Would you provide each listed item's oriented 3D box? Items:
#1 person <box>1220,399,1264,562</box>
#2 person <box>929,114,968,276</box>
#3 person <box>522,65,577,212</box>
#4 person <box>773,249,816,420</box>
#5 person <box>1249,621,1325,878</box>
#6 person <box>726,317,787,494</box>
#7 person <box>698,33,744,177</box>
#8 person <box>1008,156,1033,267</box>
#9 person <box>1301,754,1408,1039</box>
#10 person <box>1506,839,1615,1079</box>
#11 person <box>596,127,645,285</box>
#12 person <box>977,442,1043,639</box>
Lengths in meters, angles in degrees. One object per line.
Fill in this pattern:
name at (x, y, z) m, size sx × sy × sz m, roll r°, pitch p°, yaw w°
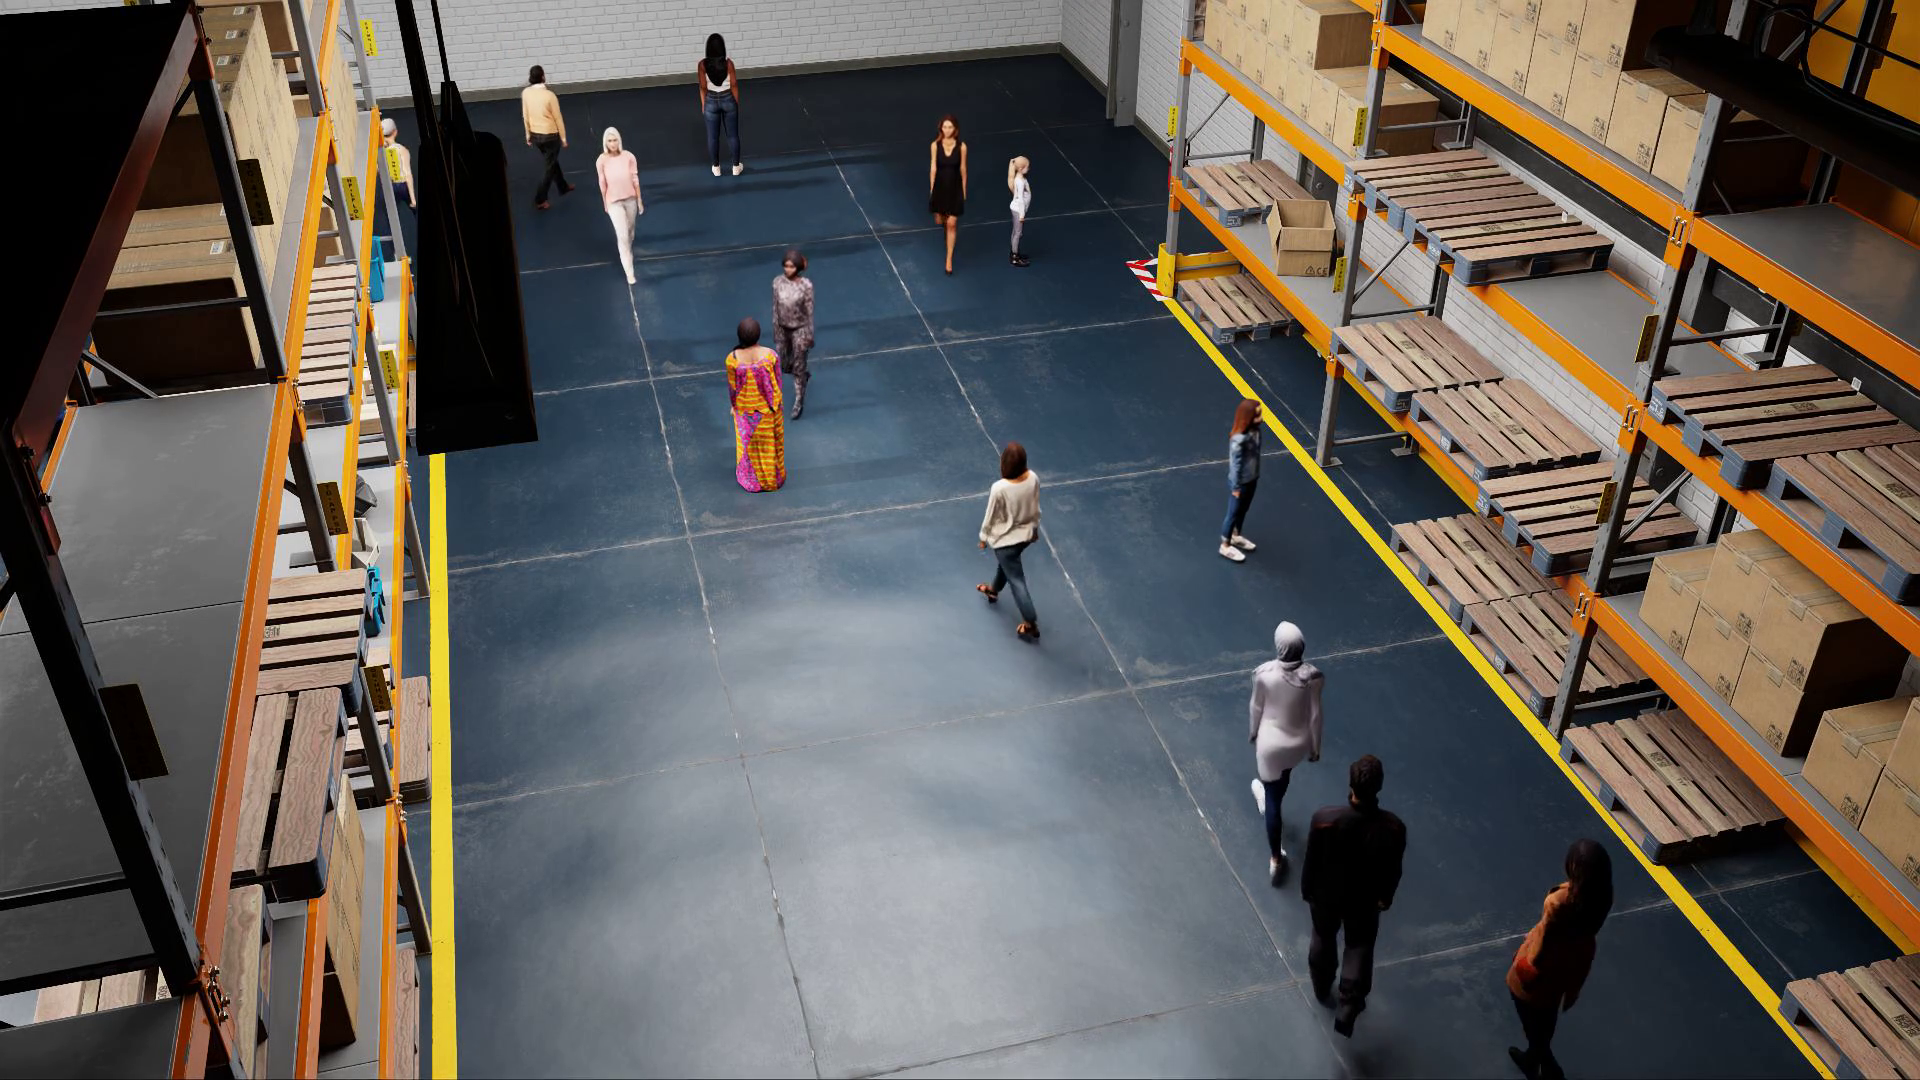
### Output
person at (2.359, -0.525, 13.902) m, size 0.675 × 1.475 × 0.630 m, roll 21°, pitch 39°, yaw 28°
person at (-0.118, -3.908, 18.679) m, size 0.764 × 1.823 × 0.992 m, roll 2°, pitch 34°, yaw 3°
person at (-5.064, -4.842, 20.177) m, size 1.144 × 1.719 × 1.256 m, roll 14°, pitch 36°, yaw 20°
person at (-1.554, -2.009, 15.928) m, size 0.801 × 1.705 × 0.883 m, roll 12°, pitch 35°, yaw 17°
person at (2.112, 1.391, 10.791) m, size 0.861 × 1.729 × 1.167 m, roll 5°, pitch 34°, yaw 7°
person at (-1.818, -1.237, 14.782) m, size 0.661 × 1.686 × 0.670 m, roll -5°, pitch 34°, yaw -8°
person at (-3.040, -5.522, 21.123) m, size 0.688 × 1.805 × 0.669 m, roll -1°, pitch 34°, yaw -2°
person at (0.664, -3.762, 18.952) m, size 0.576 × 1.277 × 0.475 m, roll -2°, pitch 34°, yaw -3°
person at (2.230, 2.088, 9.597) m, size 0.961 × 1.890 × 1.133 m, roll 5°, pitch 34°, yaw 7°
person at (3.391, 2.427, 9.251) m, size 0.768 × 1.708 × 0.837 m, roll -14°, pitch 36°, yaw -20°
person at (-3.790, -3.815, 18.662) m, size 0.689 × 1.685 × 1.154 m, roll -13°, pitch 36°, yaw -18°
person at (0.453, 0.037, 12.908) m, size 0.888 × 1.640 × 1.132 m, roll -23°, pitch 40°, yaw -30°
